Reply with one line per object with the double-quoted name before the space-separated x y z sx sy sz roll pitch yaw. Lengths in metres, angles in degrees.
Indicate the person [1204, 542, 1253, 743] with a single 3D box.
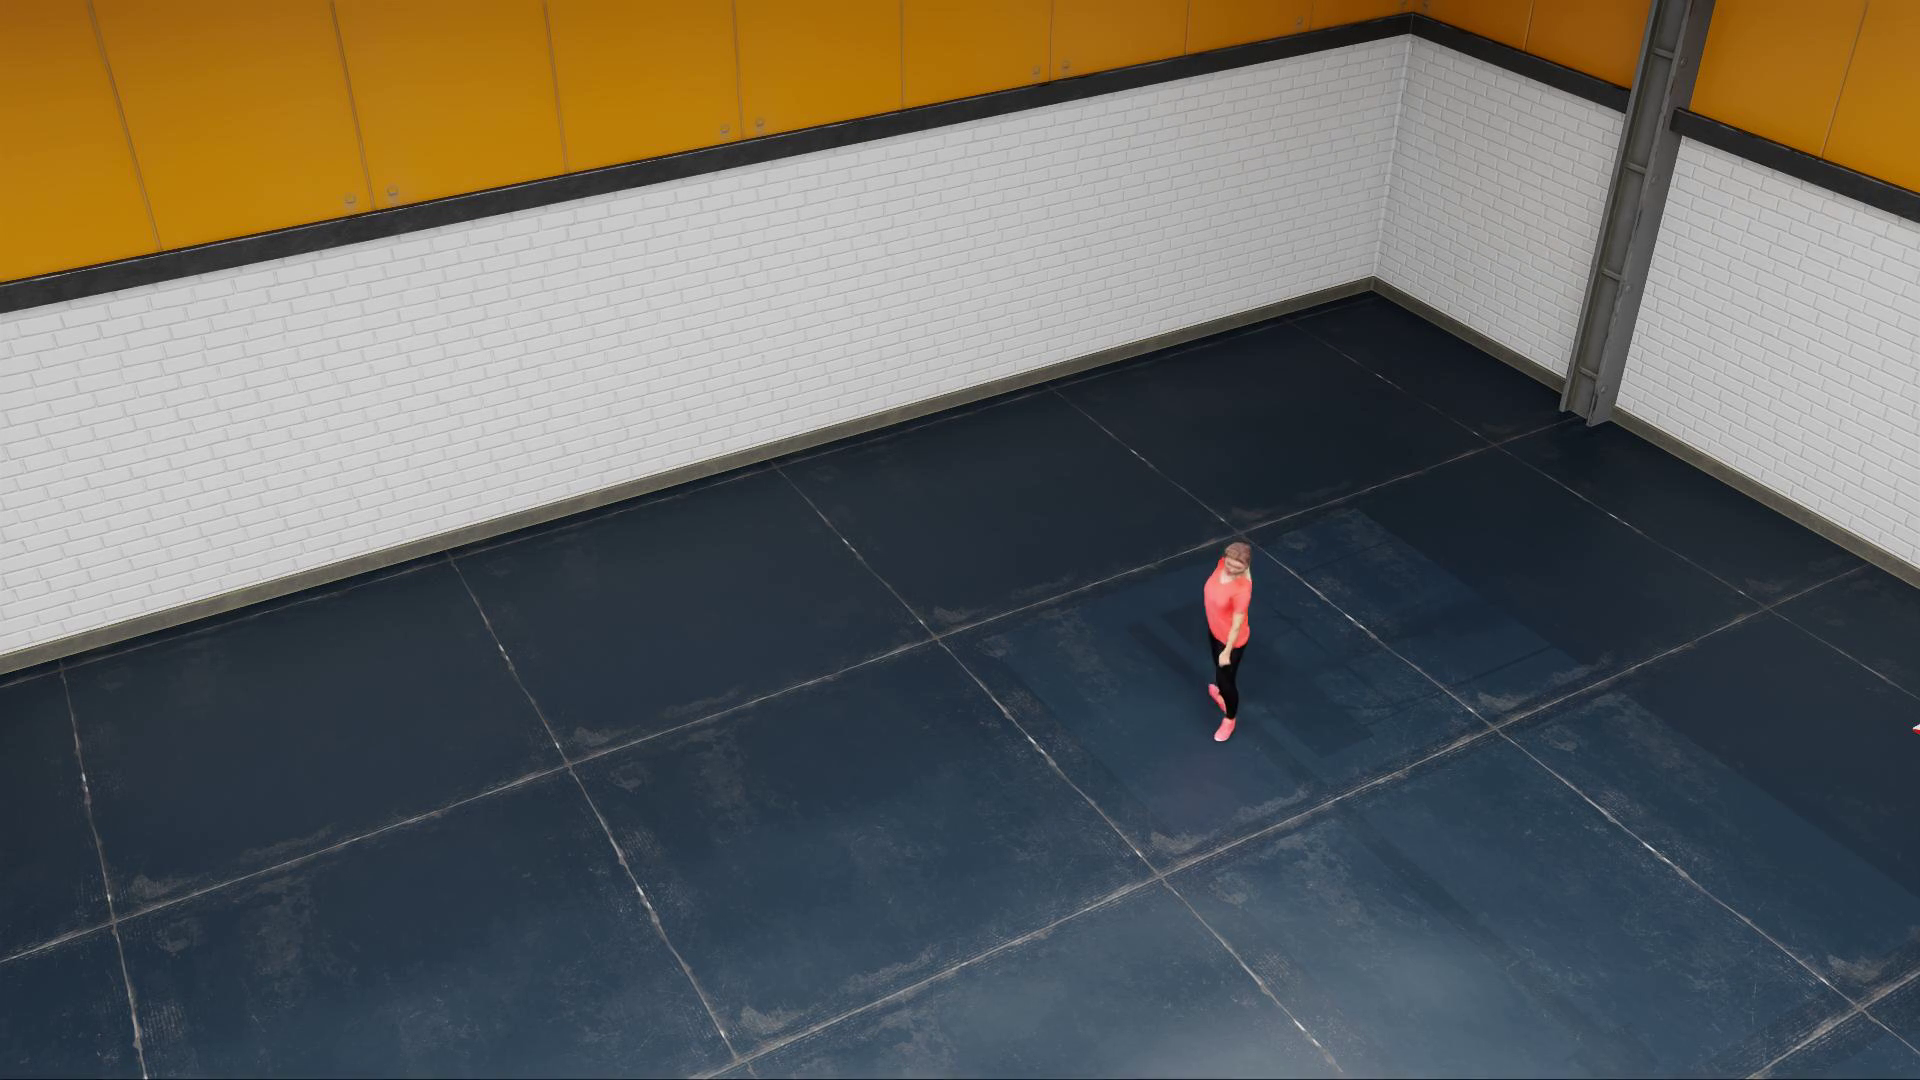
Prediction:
"person" 1.910 0.632 11.766 0.919 1.671 0.673 0 34 0
